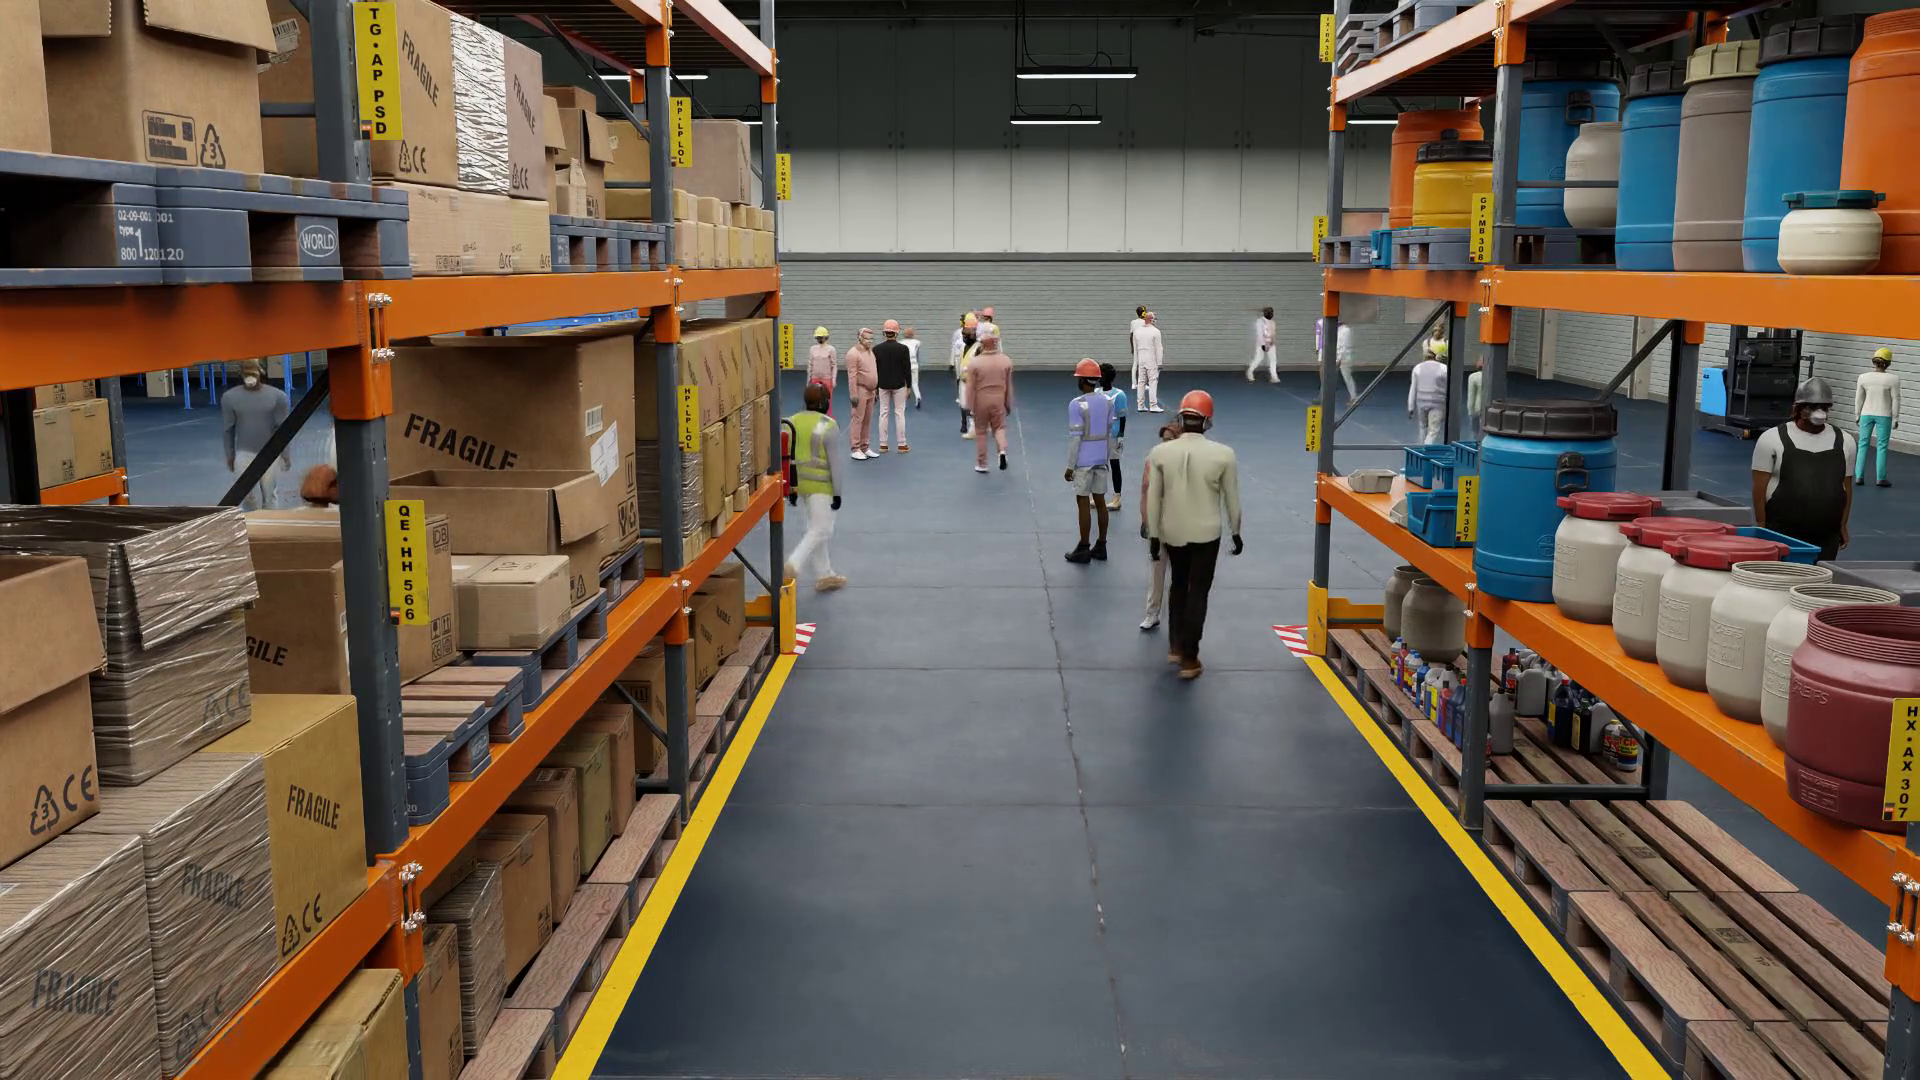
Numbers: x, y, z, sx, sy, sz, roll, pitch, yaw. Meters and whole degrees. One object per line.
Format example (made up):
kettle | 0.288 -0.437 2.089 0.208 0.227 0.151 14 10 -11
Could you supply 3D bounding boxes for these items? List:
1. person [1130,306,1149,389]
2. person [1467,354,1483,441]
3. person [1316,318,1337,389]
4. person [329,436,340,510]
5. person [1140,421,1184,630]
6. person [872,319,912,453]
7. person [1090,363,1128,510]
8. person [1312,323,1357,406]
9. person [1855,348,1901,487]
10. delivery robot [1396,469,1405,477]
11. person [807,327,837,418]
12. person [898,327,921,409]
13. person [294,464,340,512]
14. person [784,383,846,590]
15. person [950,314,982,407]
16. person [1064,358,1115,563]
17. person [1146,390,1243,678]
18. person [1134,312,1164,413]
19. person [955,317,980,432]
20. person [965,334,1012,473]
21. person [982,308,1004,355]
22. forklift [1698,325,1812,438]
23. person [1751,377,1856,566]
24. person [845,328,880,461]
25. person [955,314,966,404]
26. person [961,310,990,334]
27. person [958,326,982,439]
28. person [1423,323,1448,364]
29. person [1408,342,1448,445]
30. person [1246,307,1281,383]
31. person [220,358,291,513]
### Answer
person | 4.070 -4.348 37.596 0.521 1.873 0.335 9 13 44
person | 7.268 -1.786 23.052 0.518 1.608 0.731 1 10 9
person | 8.298 -4.365 37.515 0.544 1.933 0.376 3 10 18
person | -4.342 -0.124 12.167 0.636 1.910 0.653 -5 11 -28
person | 1.645 -0.110 12.910 0.512 1.638 0.312 4 10 22
person | -1.018 -2.318 25.060 0.612 1.997 0.376 2 10 14
person | 1.701 -1.197 19.304 0.317 1.674 0.540 -9 13 -43
person | 7.524 -3.596 33.048 1.027 1.898 0.618 -4 10 -25
person | 11.744 -1.573 21.292 0.310 1.768 0.533 -9 13 -42
delivery robot | 4.974 -0.555 18.657 0.477 0.478 0.707 5 11 26
person | -2.361 -2.742 28.358 0.575 1.767 0.376 4 10 21
person | -0.977 -3.343 32.335 0.508 1.612 0.663 -3 10 -16
person | -3.908 0.341 10.259 0.506 1.623 0.391 3 10 19
person | -1.295 -0.441 14.353 0.637 1.824 0.782 9 13 44
person | 0.200 -3.452 32.265 0.685 1.859 0.990 -5 11 -30
person | 1.221 -0.765 15.934 0.543 1.939 0.359 -8 12 -40
person | 1.652 -0.059 11.595 0.621 1.967 0.675 5 11 25
person | 3.627 -3.398 31.798 0.642 1.909 0.410 9 13 44
person | 0.190 -2.795 28.095 0.545 1.938 0.355 1 10 5
person | 0.389 -1.844 22.513 0.669 1.892 0.548 -3 10 -18
person | 0.601 -4.000 35.501 0.563 1.888 1.020 6 11 34
forklift | 13.248 -3.165 27.620 1.129 2.768 1.873 0 9 1
person | 6.029 -0.117 11.875 0.684 2.000 0.538 1 10 8
person | -1.391 -2.132 24.254 0.406 1.906 0.675 5 11 25
person | 0.142 -3.622 33.441 0.528 1.822 0.991 -3 10 -19
person | 0.320 -3.812 34.394 0.678 1.876 0.794 4 10 23
person | 0.255 -2.581 27.184 0.580 1.824 0.642 -6 11 -32
person | 8.520 -2.991 29.727 0.527 1.793 0.984 4 10 22
person | 6.484 -1.850 22.975 0.812 1.779 0.601 -9 13 -43
person | 7.299 -4.699 39.929 0.615 1.814 0.923 -7 12 -35
person | -6.928 -0.834 16.419 0.630 1.921 0.594 -4 10 -21
